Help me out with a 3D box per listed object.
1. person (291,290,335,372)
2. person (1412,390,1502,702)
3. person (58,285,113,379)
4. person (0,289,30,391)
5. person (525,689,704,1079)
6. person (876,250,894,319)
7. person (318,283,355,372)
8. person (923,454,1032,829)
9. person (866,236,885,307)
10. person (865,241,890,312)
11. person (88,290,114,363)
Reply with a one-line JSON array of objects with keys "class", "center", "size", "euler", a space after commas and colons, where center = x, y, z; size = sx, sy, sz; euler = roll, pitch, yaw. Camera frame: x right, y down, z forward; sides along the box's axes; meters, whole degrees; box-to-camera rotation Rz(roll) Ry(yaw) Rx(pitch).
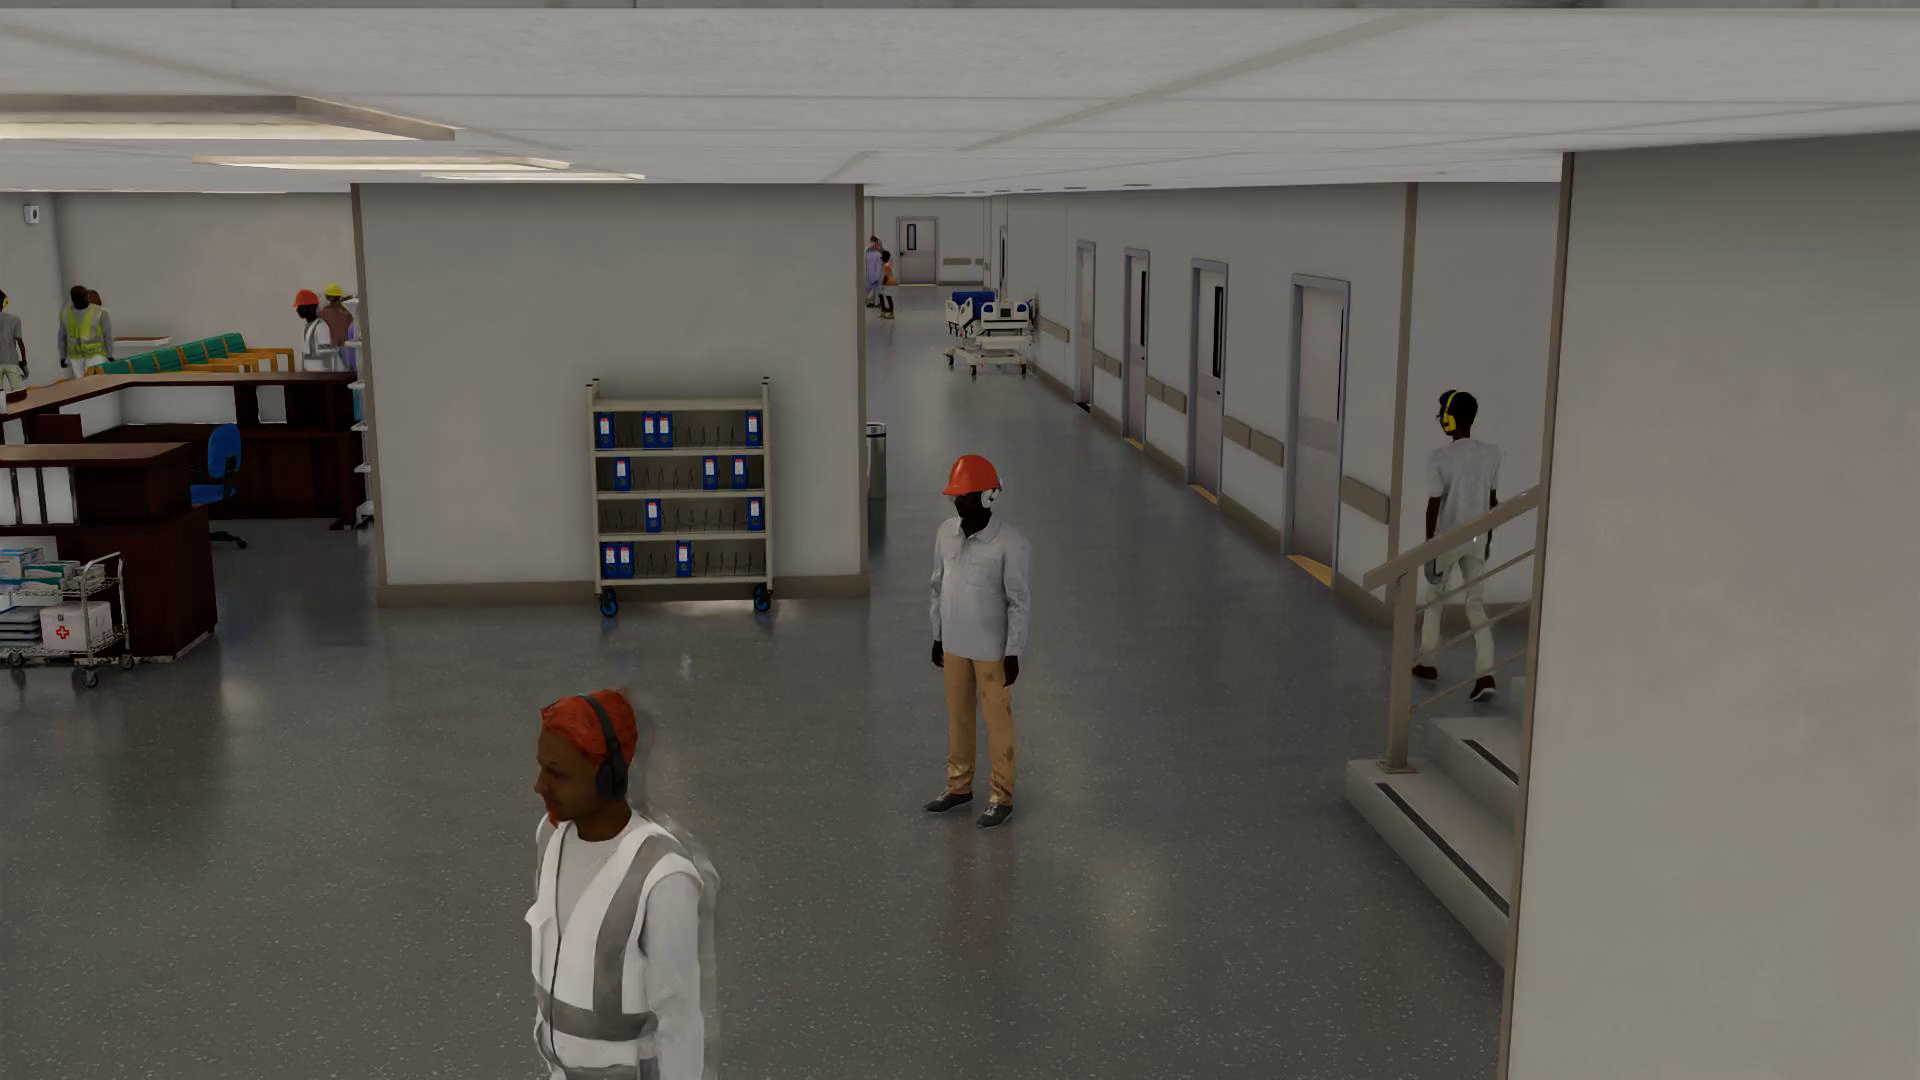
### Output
[{"class": "person", "center": [-7.326, -1.844, 18.691], "size": [0.739, 1.908, 0.570], "euler": [-8, 14, -36]}, {"class": "person", "center": [2.952, 0.033, 9.798], "size": [0.513, 1.838, 0.892], "euler": [-1, 12, -5]}, {"class": "person", "center": [-11.522, -2.462, 21.981], "size": [0.632, 1.815, 0.848], "euler": [-1, 12, -7]}, {"class": "person", "center": [-11.517, -2.097, 20.031], "size": [0.528, 1.871, 0.323], "euler": [-6, 13, -27]}, {"class": "person", "center": [-0.718, 1.224, 3.850], "size": [0.836, 1.858, 0.585], "euler": [-11, 16, -42]}, {"class": "person", "center": [-1.889, -6.271, 40.868], "size": [0.591, 1.675, 0.557], "euler": [-1, 12, -4]}, {"class": "person", "center": [-8.788, -2.732, 23.411], "size": [0.454, 1.752, 0.541], "euler": [8, 14, 36]}, {"class": "person", "center": [0.067, 0.466, 7.785], "size": [0.565, 1.751, 0.330], "euler": [10, 15, 40]}, {"class": "person", "center": [-2.306, -7.309, 45.330], "size": [0.635, 1.937, 0.353], "euler": [8, 14, 34]}, {"class": "person", "center": [-2.243, -6.840, 43.286], "size": [1.043, 1.850, 0.637], "euler": [-11, 16, -43]}, {"class": "person", "center": [-12.397, -2.773, 23.913], "size": [0.280, 1.634, 0.498], "euler": [7, 13, 29]}]
